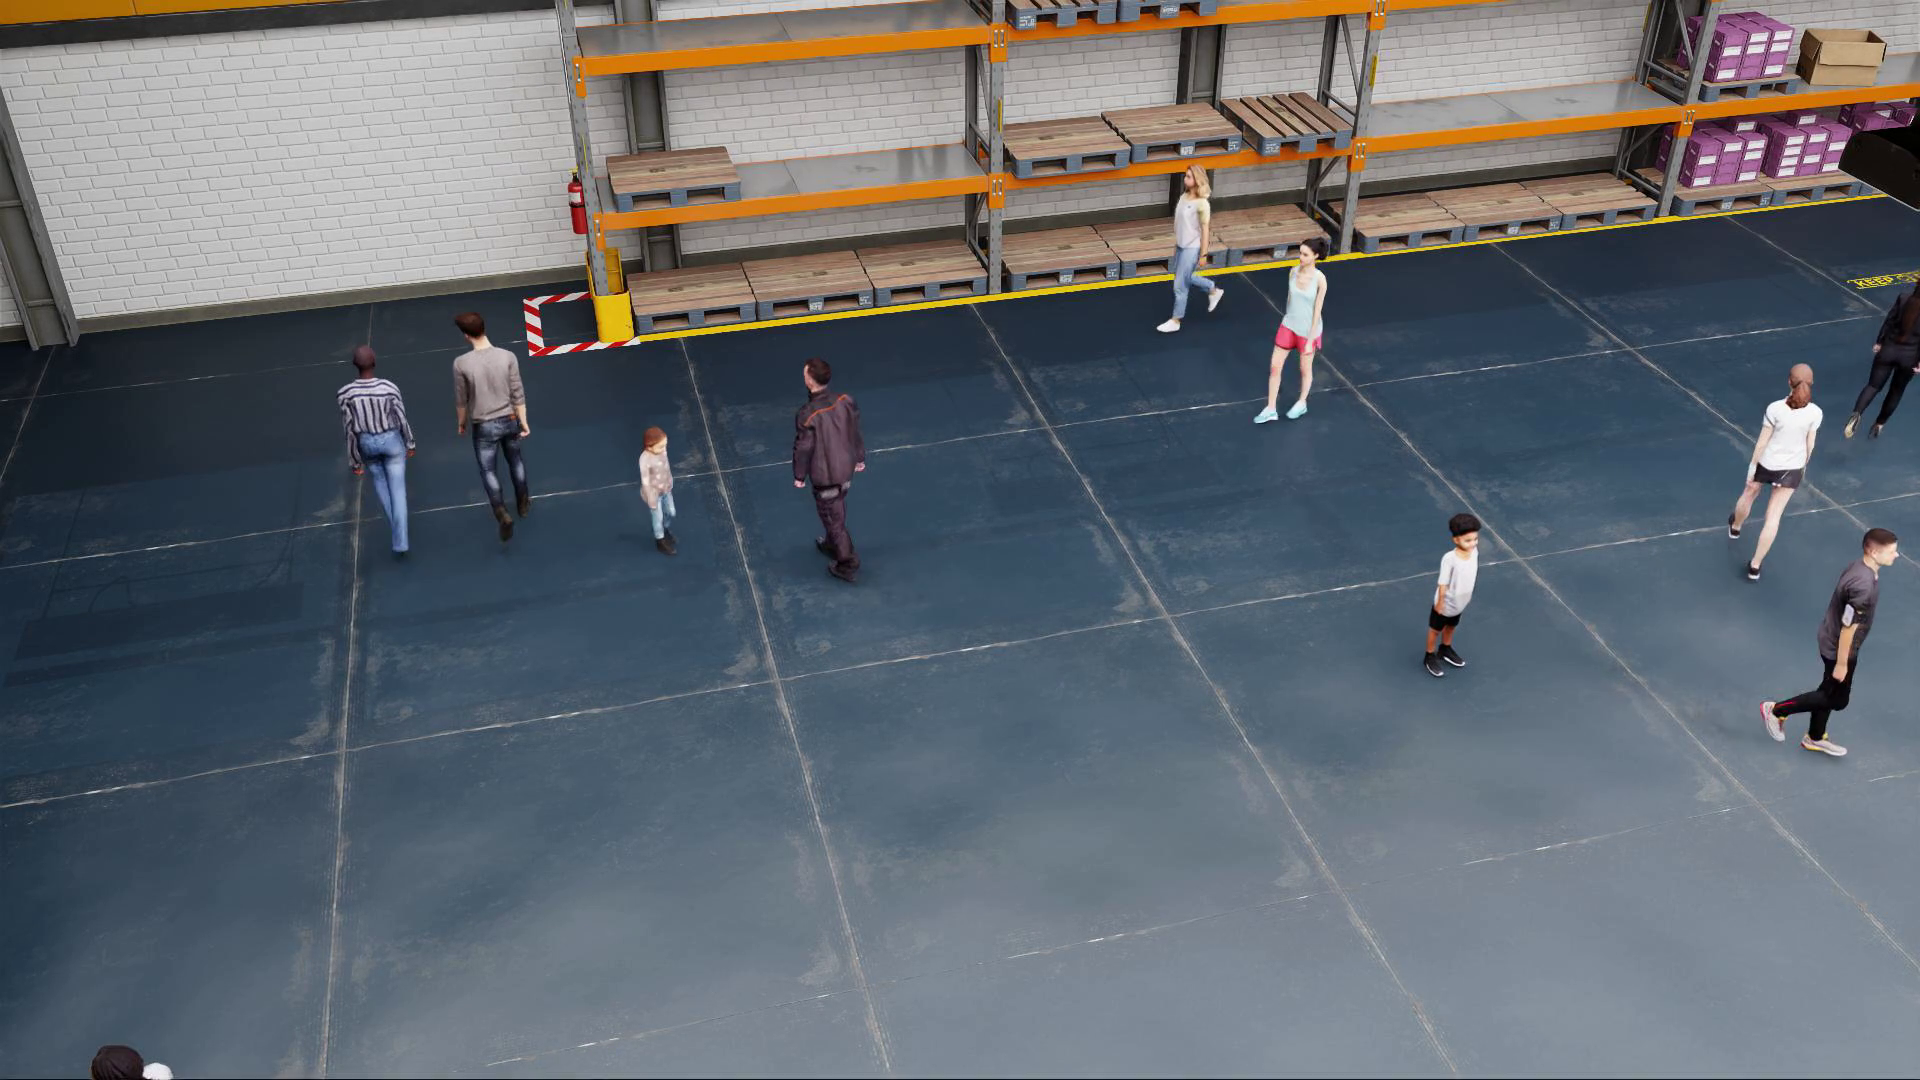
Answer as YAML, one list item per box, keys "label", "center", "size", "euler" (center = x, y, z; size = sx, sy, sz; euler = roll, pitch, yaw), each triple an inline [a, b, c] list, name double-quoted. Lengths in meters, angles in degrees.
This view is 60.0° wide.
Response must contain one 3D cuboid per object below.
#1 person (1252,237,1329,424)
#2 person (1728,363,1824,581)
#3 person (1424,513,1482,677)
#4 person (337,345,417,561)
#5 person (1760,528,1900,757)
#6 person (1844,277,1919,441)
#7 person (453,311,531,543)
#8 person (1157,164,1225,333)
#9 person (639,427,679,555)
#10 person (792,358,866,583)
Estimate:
- label: "person"
  center: [3.084, -1.863, 14.748]
  size: [0.825, 1.748, 0.959]
  euler: [28, 43, 35]
- label: "person"
  center: [6.245, -0.487, 12.704]
  size: [1.032, 1.720, 1.007]
  euler: [12, 35, 17]
- label: "person"
  center: [3.510, 0.363, 11.840]
  size: [0.505, 1.262, 0.600]
  euler: [-18, 38, -25]
- label: "person"
  center: [-4.470, -0.624, 12.868]
  size: [0.911, 1.766, 0.715]
  euler: [-8, 34, -12]
- label: "person"
  center: [5.713, 0.669, 10.932]
  size: [0.962, 1.756, 0.912]
  euler: [21, 39, 28]
- label: "person"
  center: [8.046, -1.539, 14.314]
  size: [0.886, 1.690, 1.054]
  euler: [27, 42, 35]
- label: "person"
  center: [-3.674, -0.872, 13.146]
  size: [1.023, 1.871, 0.868]
  euler: [-12, 36, -18]
- label: "person"
  center: [2.320, -2.858, 16.284]
  size: [1.048, 1.707, 0.744]
  euler: [-15, 36, -21]
- label: "person"
  center: [-2.424, -0.414, 13.089]
  size: [0.681, 1.172, 0.617]
  euler: [18, 38, 25]
- label: "person"
  center: [-0.918, -0.504, 12.624]
  size: [0.972, 1.836, 1.012]
  euler: [-28, 42, -35]
